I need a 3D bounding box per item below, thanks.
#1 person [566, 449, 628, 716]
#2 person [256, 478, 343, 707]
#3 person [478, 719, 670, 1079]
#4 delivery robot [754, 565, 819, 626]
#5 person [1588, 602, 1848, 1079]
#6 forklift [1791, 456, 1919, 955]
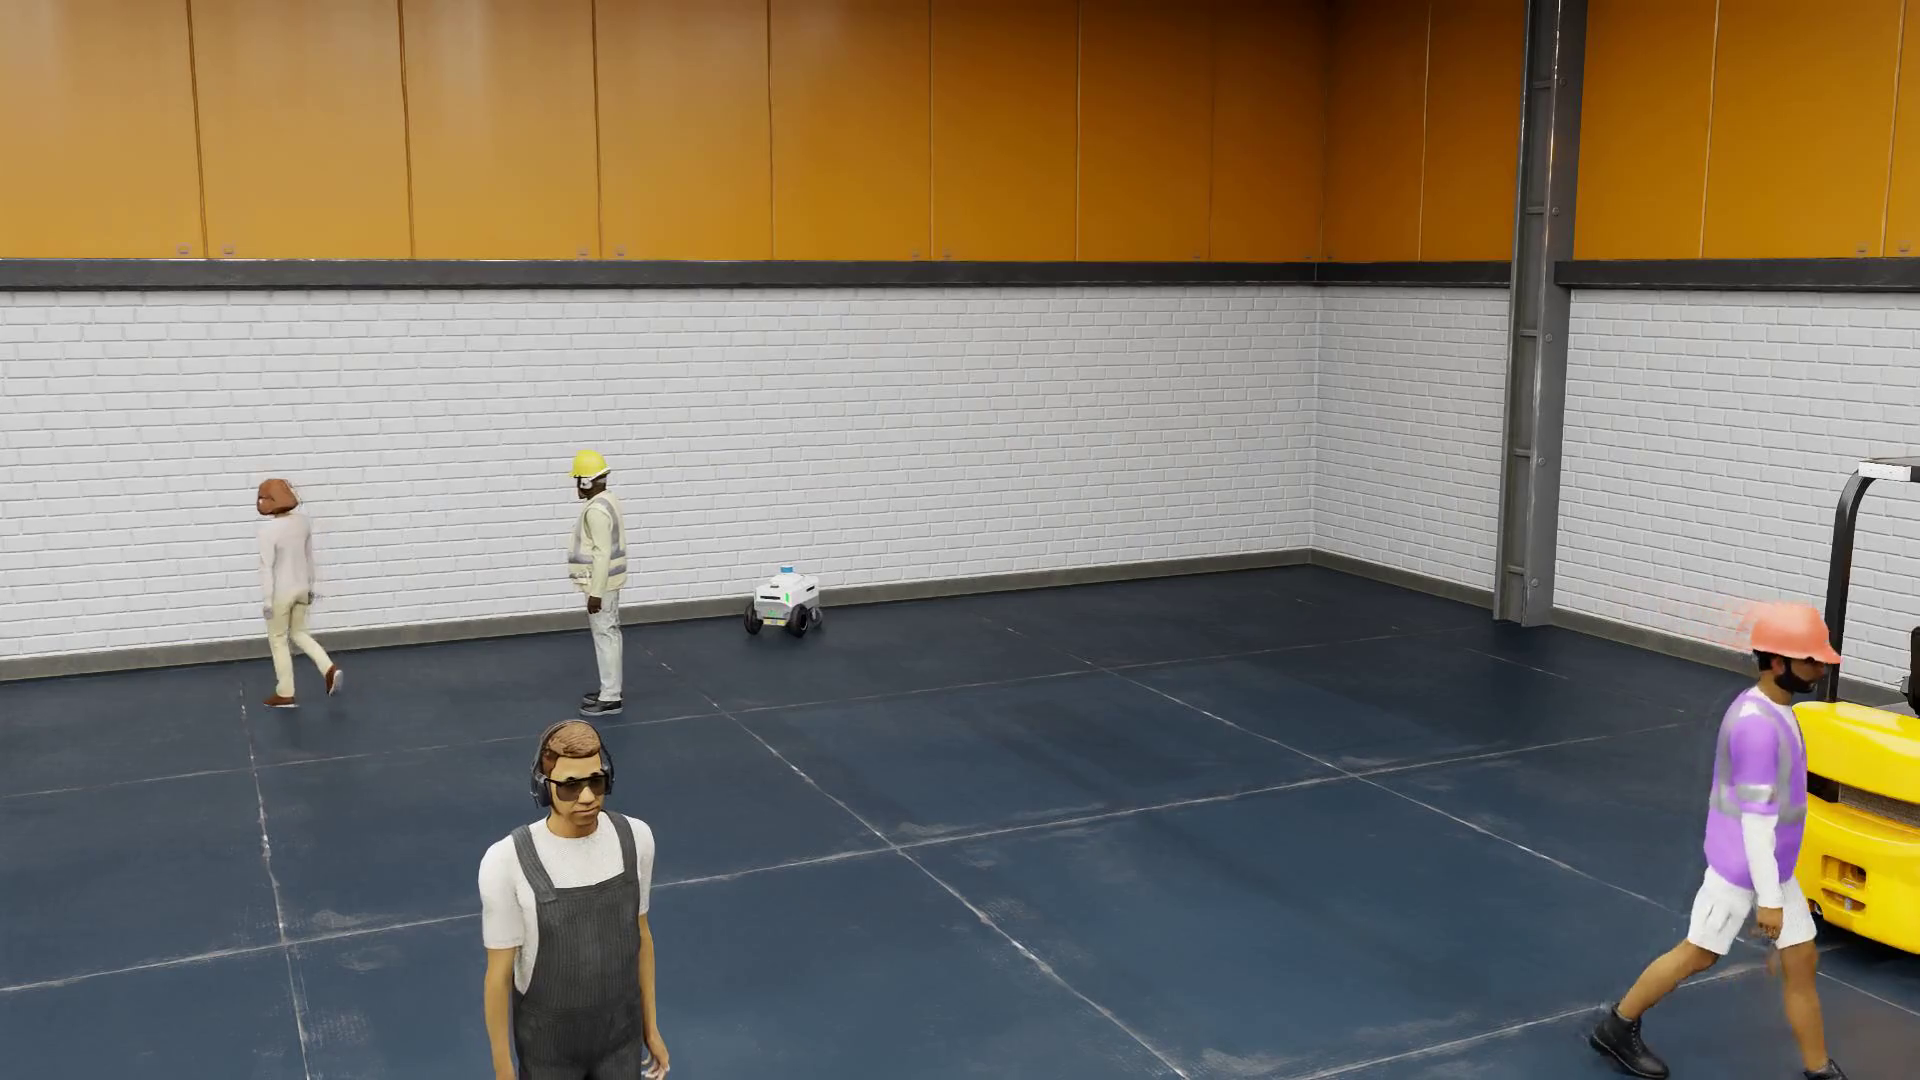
[{"bbox_3d":[-2.491,0.289,11.434,0.404,1.828,0.592,-1,9,-5],"label":"person"},{"bbox_3d":[-4.619,0.375,11.514,0.499,1.617,0.508,3,10,18],"label":"person"},{"bbox_3d":[-1.042,1.388,4.562,0.514,1.845,0.338,-8,12,-40],"label":"person"},{"bbox_3d":[-1.464,0.453,14.065,0.477,0.478,0.707,3,10,17],"label":"delivery robot"},{"bbox_3d":[2.838,1.140,6.015,1.047,1.883,0.548,7,11,36],"label":"person"},{"bbox_3d":[4.857,0.731,7.561,2.313,2.155,1.214,-4,10,-25],"label":"forklift"}]
